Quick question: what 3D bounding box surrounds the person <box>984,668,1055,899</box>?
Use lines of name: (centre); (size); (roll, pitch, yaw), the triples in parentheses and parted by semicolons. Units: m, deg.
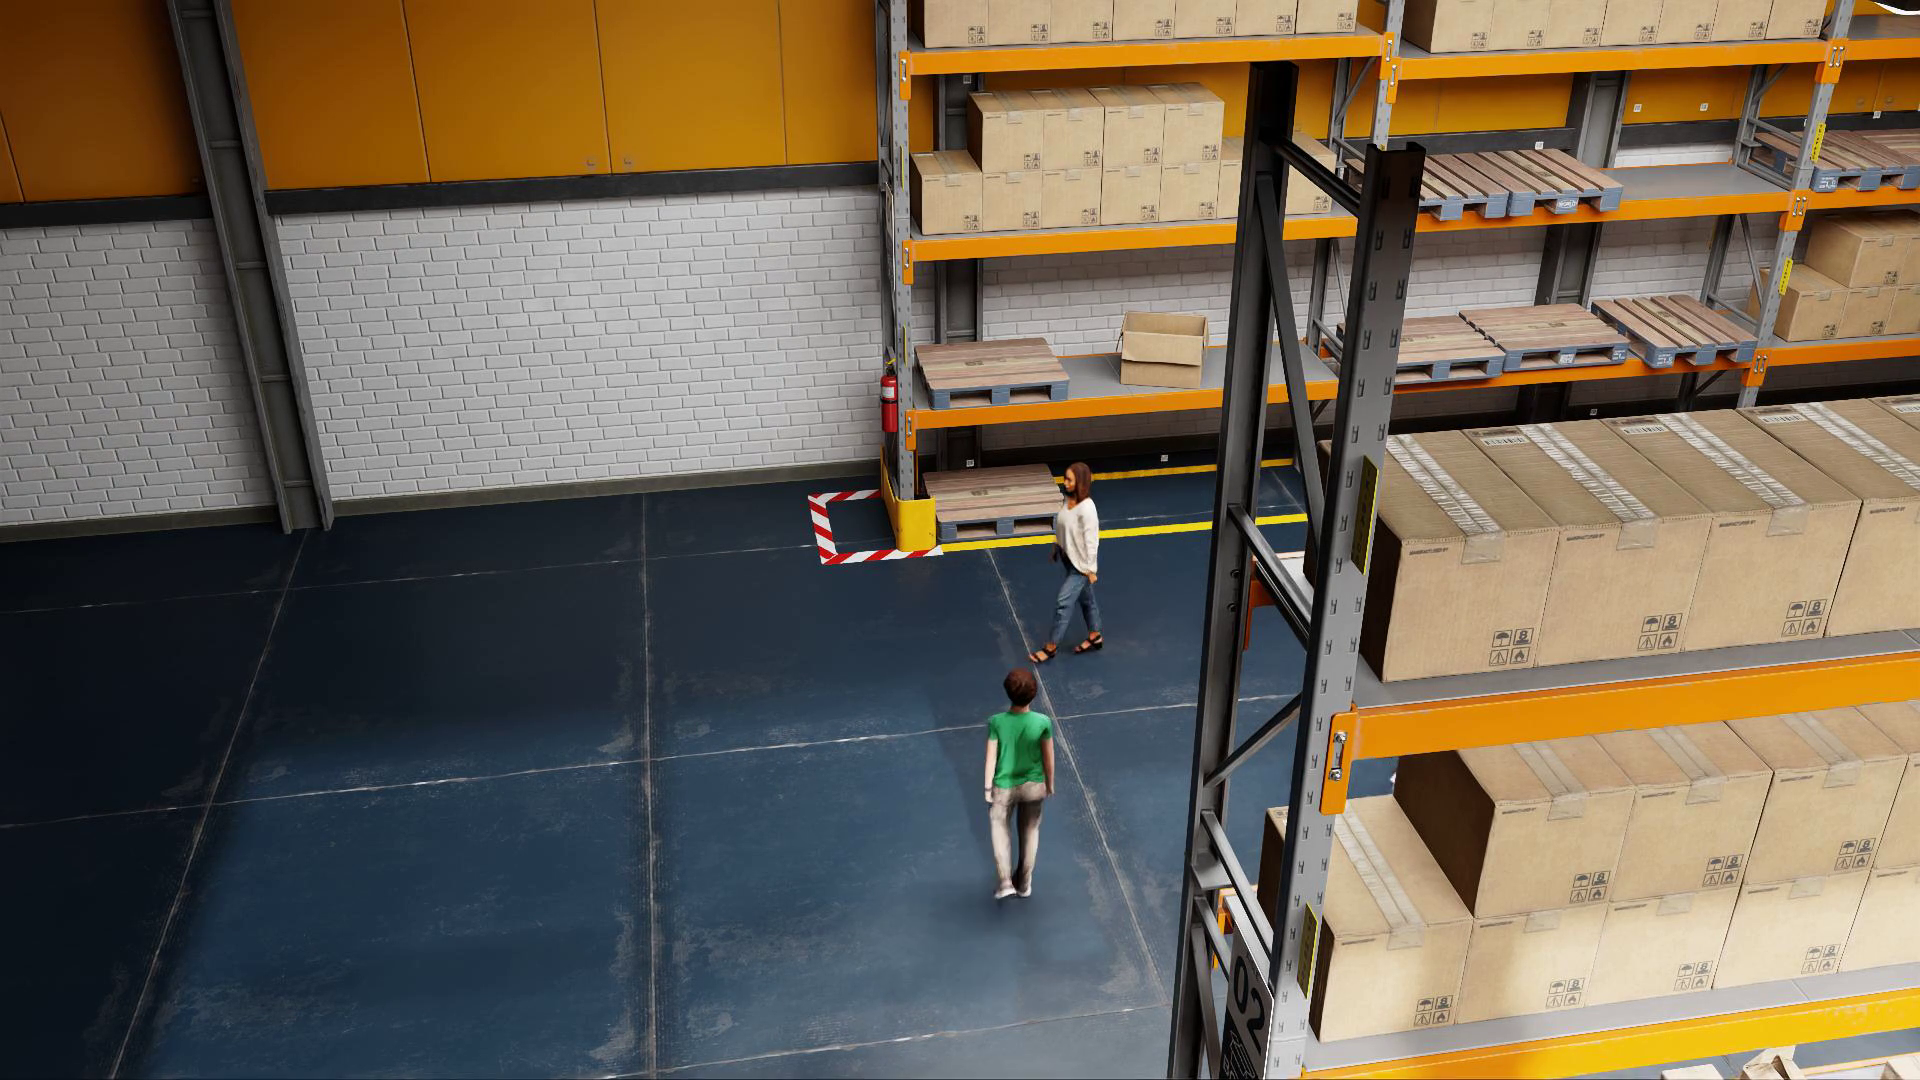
person: (0.373, 1.574, 10.267); (0.725, 1.640, 0.728); (0, 29, 1)

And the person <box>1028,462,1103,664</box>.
person: (0.991, 0.159, 12.840); (0.886, 1.662, 0.698); (-8, 30, -14)
